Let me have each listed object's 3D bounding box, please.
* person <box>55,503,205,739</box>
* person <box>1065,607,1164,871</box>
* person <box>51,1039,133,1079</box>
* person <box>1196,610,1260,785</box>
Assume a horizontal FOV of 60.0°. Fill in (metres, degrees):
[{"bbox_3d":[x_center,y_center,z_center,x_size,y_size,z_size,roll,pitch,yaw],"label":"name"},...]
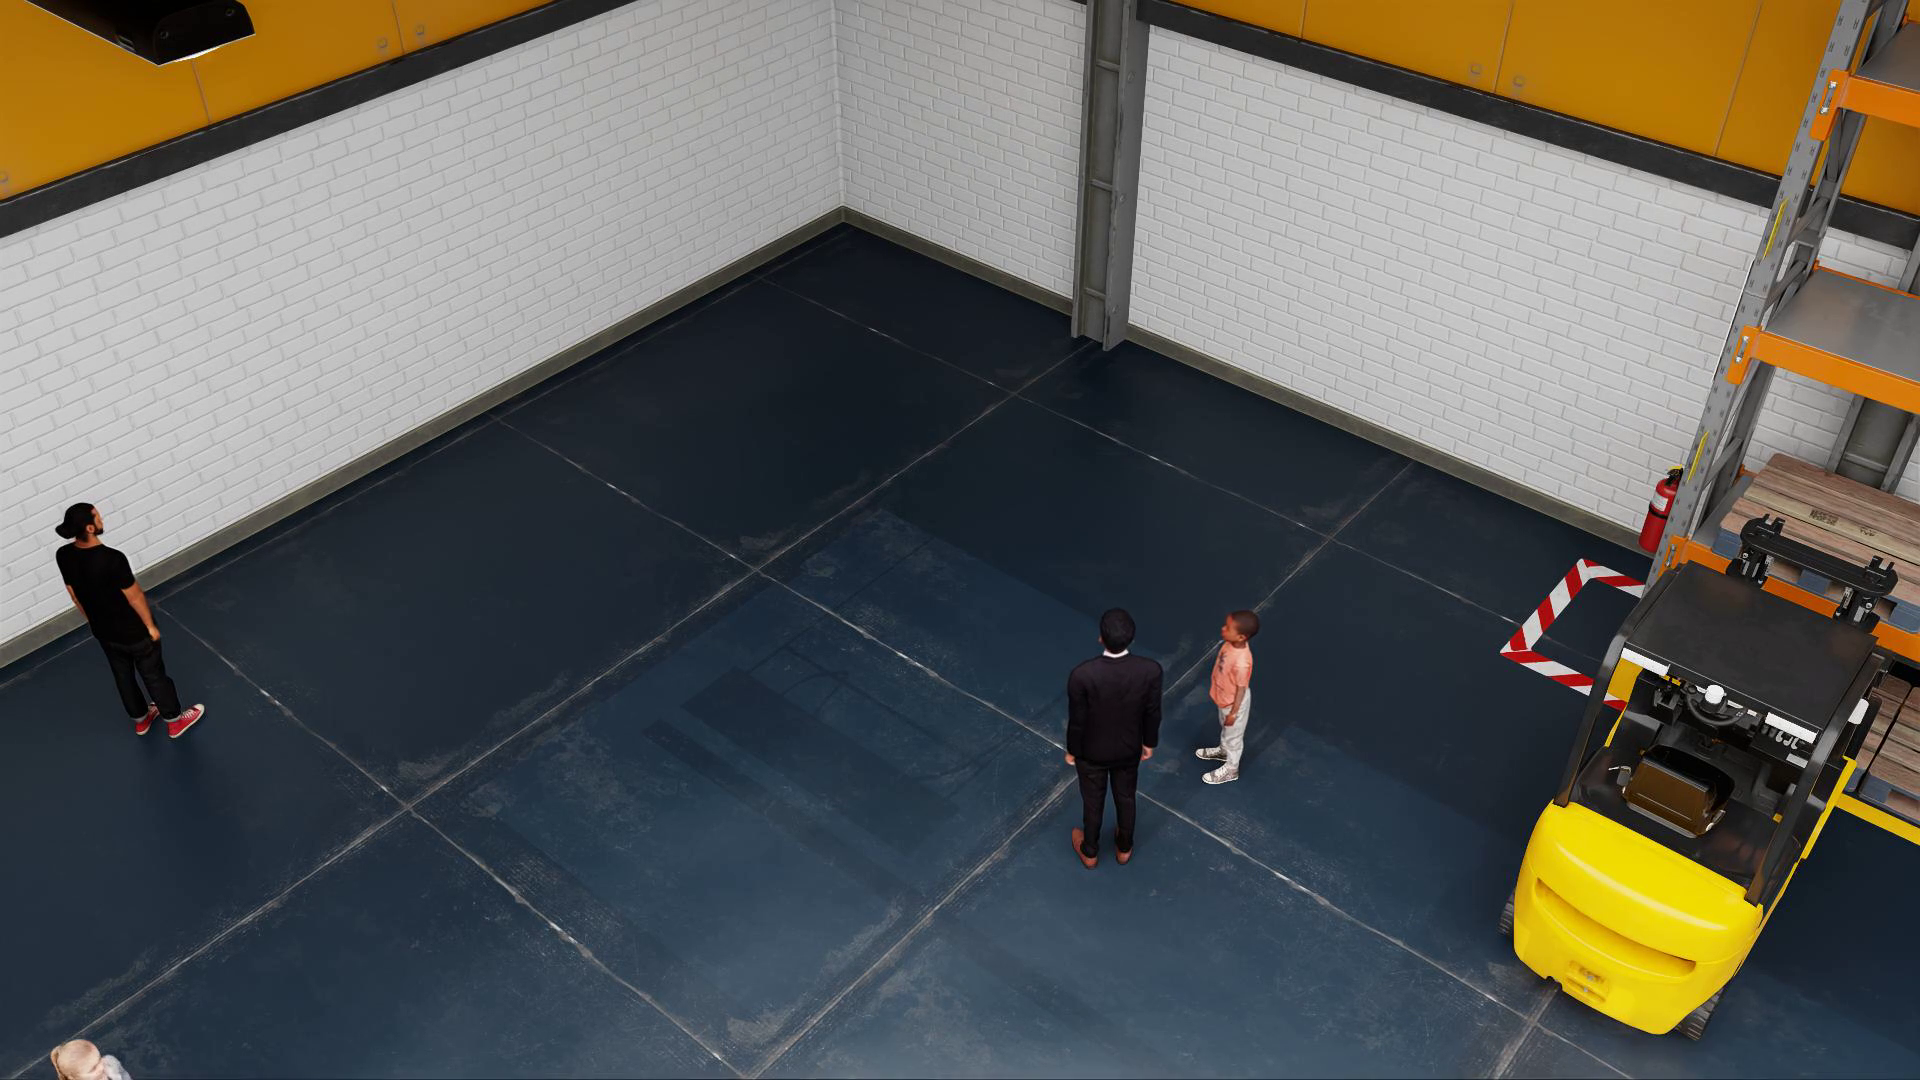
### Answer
[{"bbox_3d":[-5.186,0.517,10.269,0.651,1.755,0.766,7,39,8],"label":"person"},{"bbox_3d":[0.845,1.140,9.386,0.760,1.883,0.800,-5,39,-6],"label":"person"},{"bbox_3d":[-4.020,2.774,7.831,0.696,1.270,0.639,5,39,6],"label":"person"},{"bbox_3d":[1.660,0.936,10.100,0.615,1.310,0.560,-1,39,-1],"label":"person"}]
